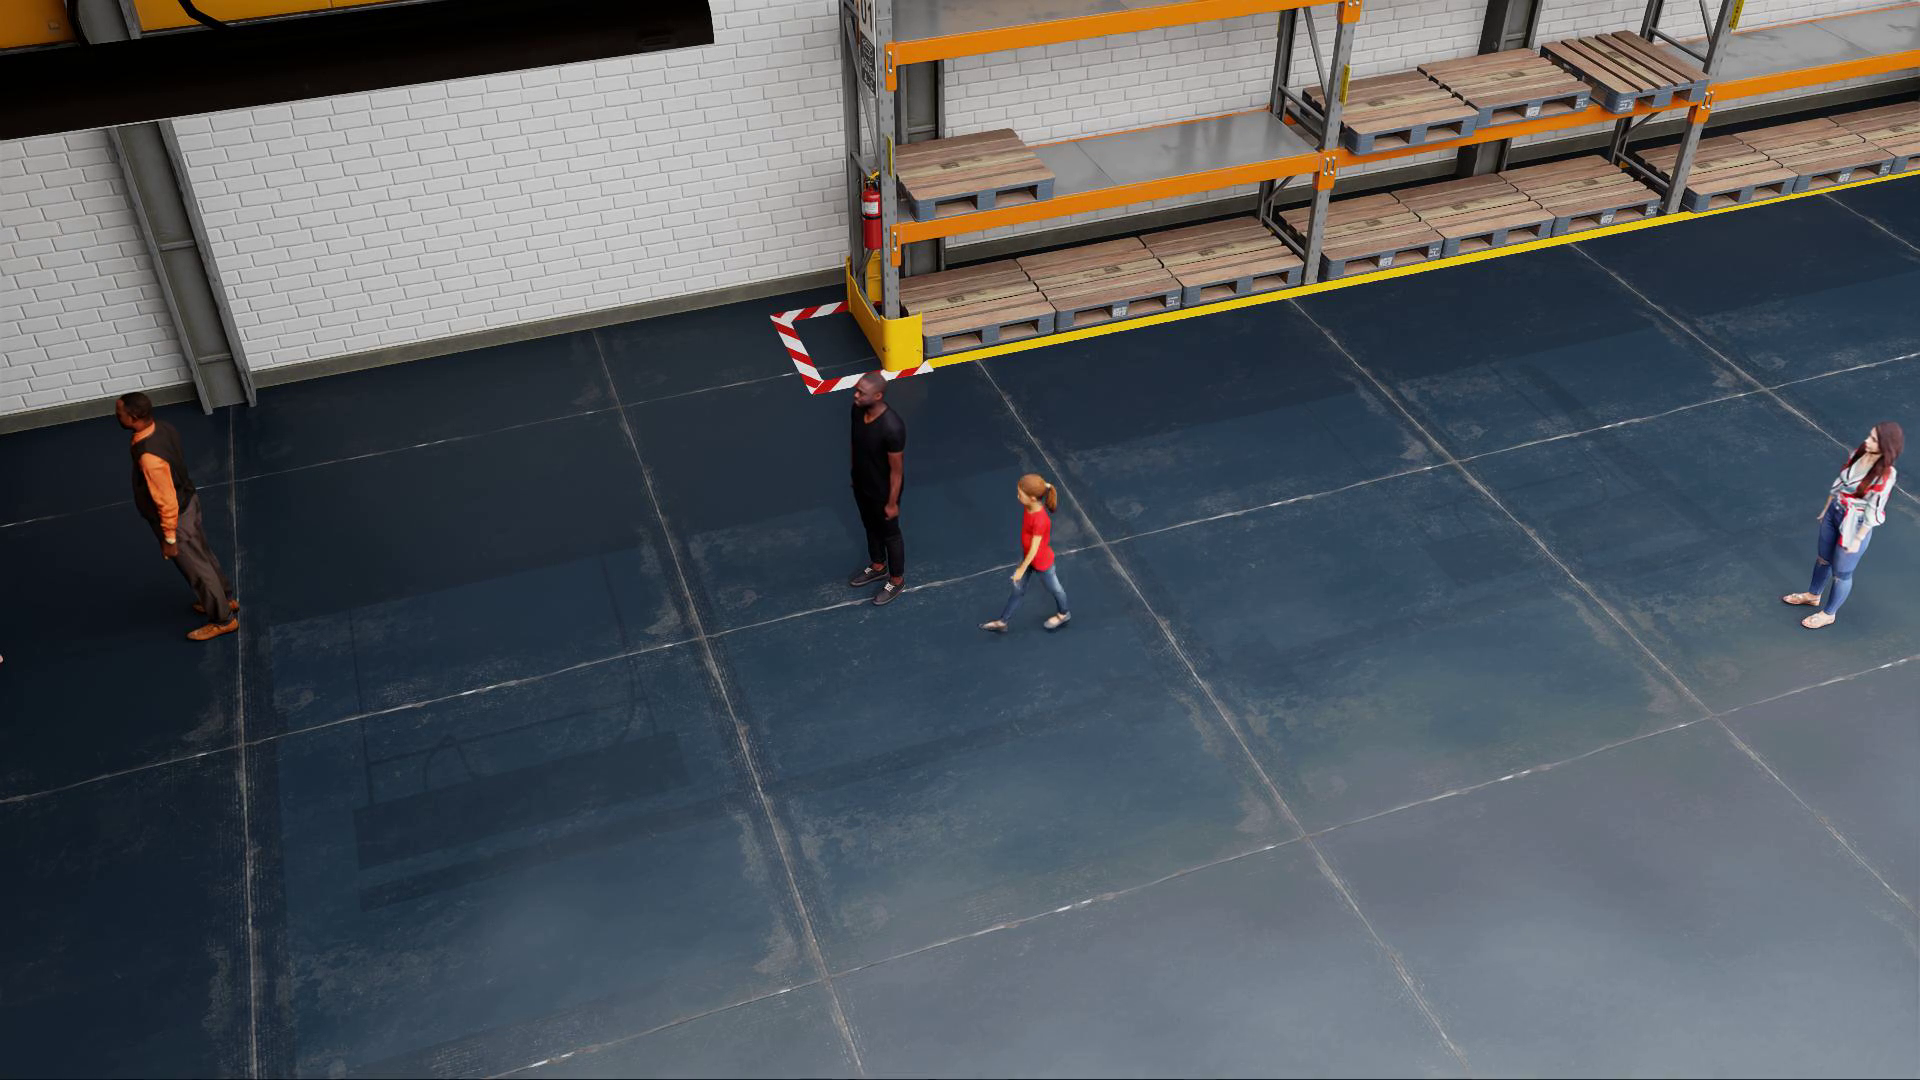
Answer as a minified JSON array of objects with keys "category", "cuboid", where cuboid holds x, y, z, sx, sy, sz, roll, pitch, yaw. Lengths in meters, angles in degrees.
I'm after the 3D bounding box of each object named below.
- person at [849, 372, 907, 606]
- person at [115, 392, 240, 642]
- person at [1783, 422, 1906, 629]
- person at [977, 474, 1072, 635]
[{"category":"person","cuboid":[-0.551,-0.368,11.246,0.662,1.819,0.724,-26,45,-28]},{"category":"person","cuboid":[-5.136,-0.169,10.926,0.628,1.908,0.707,-9,39,-11]},{"category":"person","cuboid":[5.933,-0.110,11.088,0.579,1.612,0.639,-4,39,-5]},{"category":"person","cuboid":[0.585,0.119,11.072,0.878,1.274,0.462,-12,40,-15]}]
